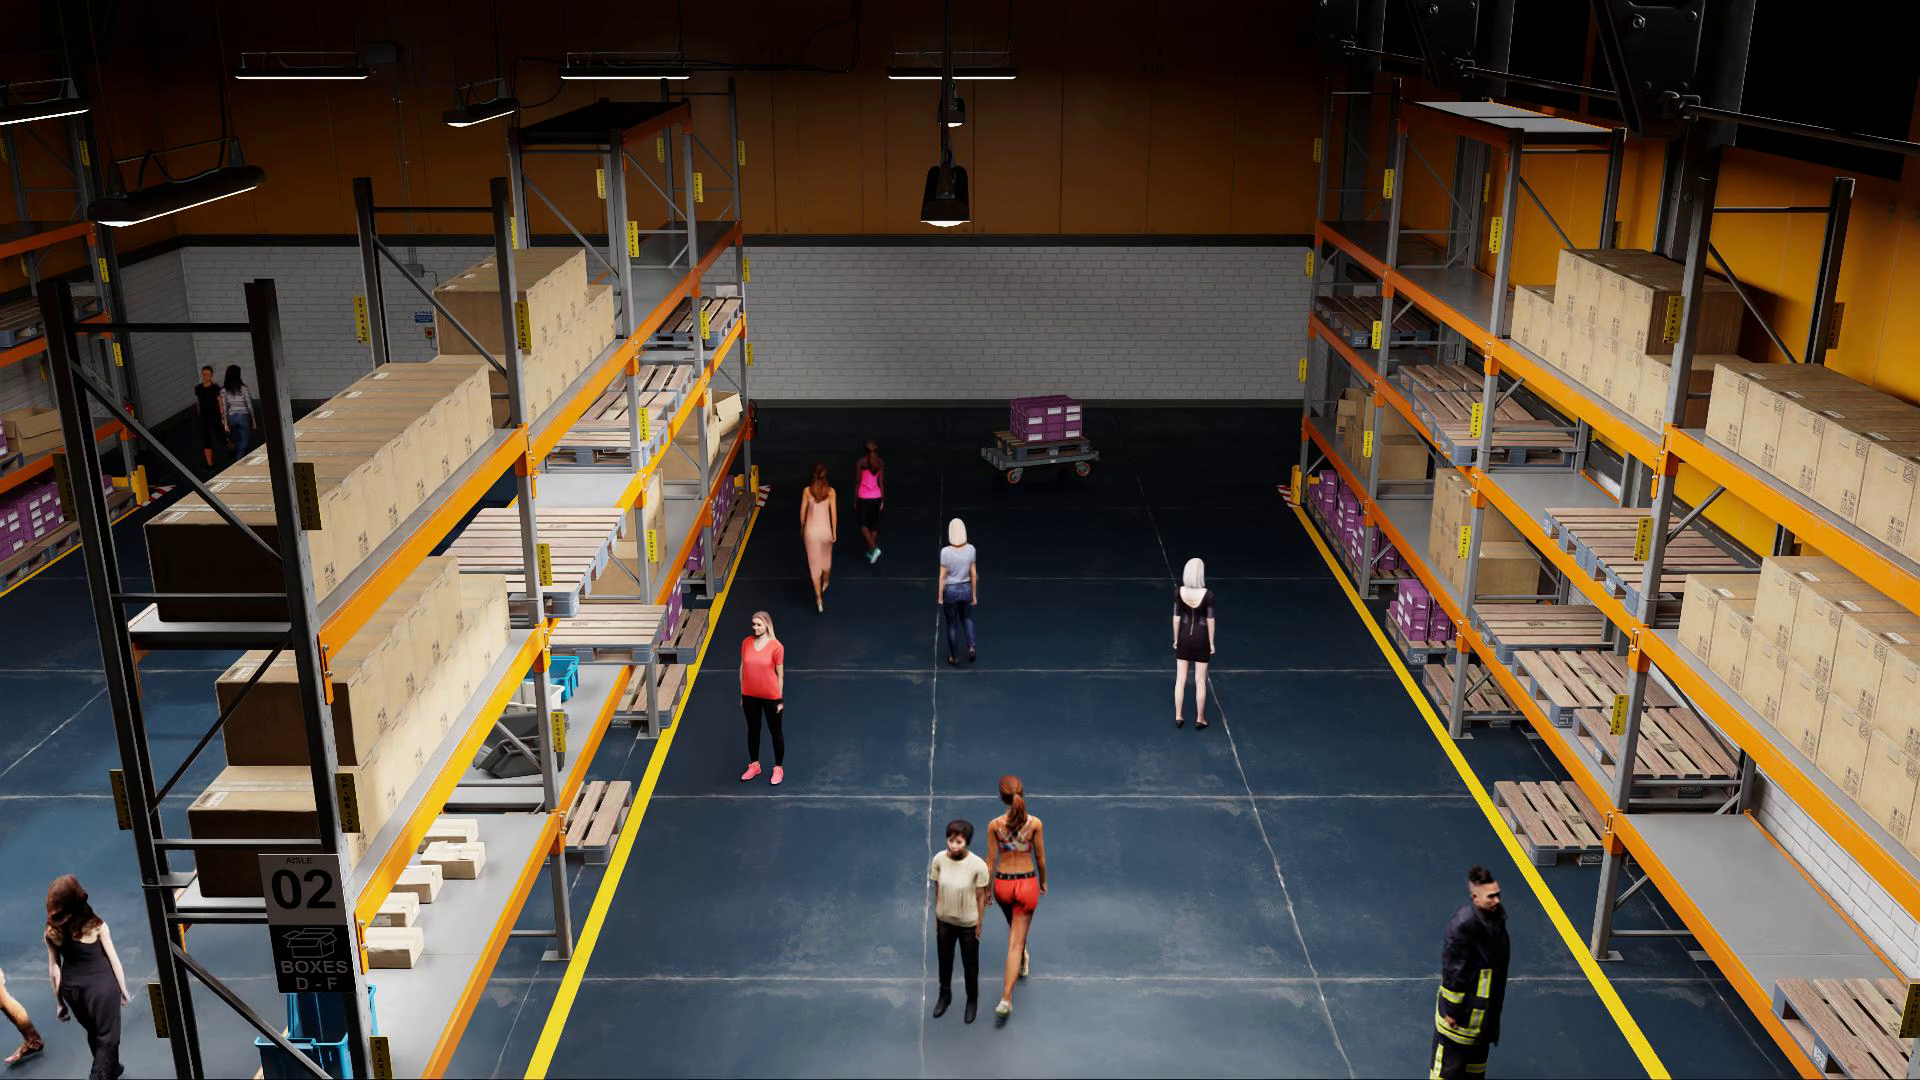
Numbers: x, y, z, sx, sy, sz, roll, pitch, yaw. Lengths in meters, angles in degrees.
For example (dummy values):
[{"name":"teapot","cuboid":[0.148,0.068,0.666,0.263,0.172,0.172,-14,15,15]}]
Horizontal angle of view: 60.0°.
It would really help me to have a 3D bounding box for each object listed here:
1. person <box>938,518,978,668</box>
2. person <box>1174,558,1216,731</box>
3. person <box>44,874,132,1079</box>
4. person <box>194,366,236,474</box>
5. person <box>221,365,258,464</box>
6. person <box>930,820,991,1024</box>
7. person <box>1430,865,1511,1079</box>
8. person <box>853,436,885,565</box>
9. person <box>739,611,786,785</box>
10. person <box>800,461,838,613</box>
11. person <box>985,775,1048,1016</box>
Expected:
[{"name":"person","cuboid":[0.000,0.613,18.212,0.701,1.712,0.796,-7,20,-20]},{"name":"person","cuboid":[2.351,1.043,16.751,0.643,1.830,0.621,7,20,21]},{"name":"person","cuboid":[-5.759,3.047,10.971,0.695,1.721,1.121,-3,19,-9]},{"name":"person","cuboid":[-11.552,-1.899,25.777,0.635,1.645,1.013,2,19,7]},{"name":"person","cuboid":[-10.853,-1.704,25.021,0.582,1.758,1.121,0,19,-1]},{"name":"person","cuboid":[-0.006,2.749,12.071,0.648,1.585,0.610,7,20,20]},{"name":"person","cuboid":[3.372,2.975,10.966,0.880,1.860,0.918,-15,23,-37]},{"name":"person","cuboid":[-1.148,-0.479,21.462,0.796,1.708,0.988,-8,20,-23]},{"name":"person","cuboid":[-1.855,1.470,15.694,0.649,1.694,0.622,6,19,16]},{"name":"person","cuboid":[-1.700,-0.011,19.945,0.659,1.789,1.094,-2,19,-5]},{"name":"person","cuboid":[0.401,2.631,12.170,0.685,1.744,1.141,2,19,7]}]
